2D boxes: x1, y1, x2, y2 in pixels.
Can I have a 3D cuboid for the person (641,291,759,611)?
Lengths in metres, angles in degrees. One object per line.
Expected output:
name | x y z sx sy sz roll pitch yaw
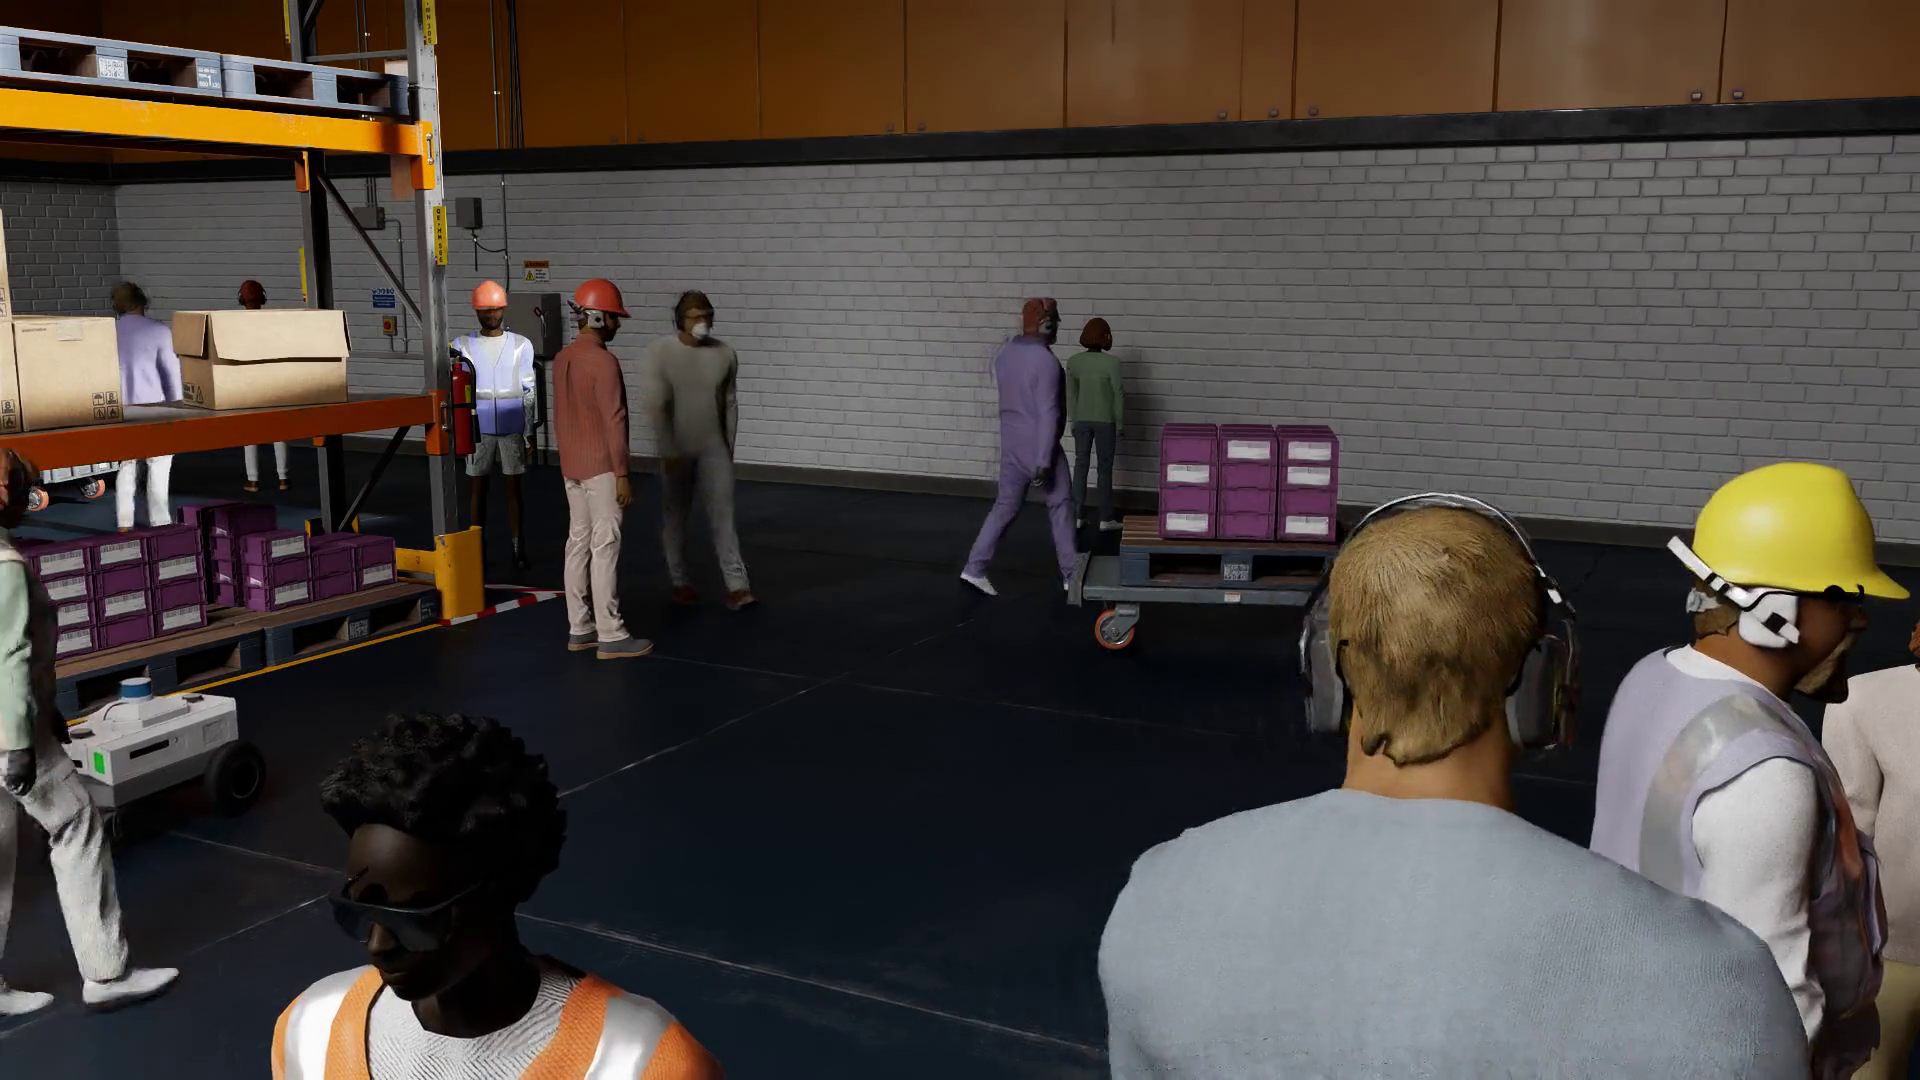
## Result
person | -1.520 -0.501 9.788 0.625 1.894 0.943 -6 11 -30

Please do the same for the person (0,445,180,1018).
person | -2.587 0.533 4.662 0.532 1.607 0.648 9 13 41

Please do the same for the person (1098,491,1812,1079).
person | 0.442 0.916 1.558 0.665 1.908 0.570 7 12 36

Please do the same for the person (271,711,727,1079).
person | -0.481 0.992 1.764 0.533 1.687 0.320 3 10 17

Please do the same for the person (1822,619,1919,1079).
person | 1.838 0.792 3.092 0.496 1.629 0.277 4 11 21

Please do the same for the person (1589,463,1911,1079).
person | 1.147 0.791 2.506 0.403 1.827 0.601 1 10 7

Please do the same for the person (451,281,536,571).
person | -3.115 -0.757 11.155 0.545 1.938 0.361 -3 10 -19

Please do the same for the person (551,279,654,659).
person | -1.905 -0.372 8.783 0.391 1.987 0.608 -9 13 -41

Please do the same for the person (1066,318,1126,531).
person | 1.046 -0.886 12.784 0.499 1.633 0.286 6 12 33

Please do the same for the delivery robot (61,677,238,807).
delivery robot | -3.024 0.752 6.137 0.477 0.478 0.707 3 11 19

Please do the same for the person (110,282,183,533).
person | -6.017 -0.928 12.245 0.674 1.913 0.417 2 10 13

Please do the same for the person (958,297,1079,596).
person | 0.430 -0.569 10.293 0.955 1.866 0.642 -6 12 -32

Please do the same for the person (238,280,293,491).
person | -6.264 -1.374 14.885 0.573 1.885 0.356 -5 11 -27
